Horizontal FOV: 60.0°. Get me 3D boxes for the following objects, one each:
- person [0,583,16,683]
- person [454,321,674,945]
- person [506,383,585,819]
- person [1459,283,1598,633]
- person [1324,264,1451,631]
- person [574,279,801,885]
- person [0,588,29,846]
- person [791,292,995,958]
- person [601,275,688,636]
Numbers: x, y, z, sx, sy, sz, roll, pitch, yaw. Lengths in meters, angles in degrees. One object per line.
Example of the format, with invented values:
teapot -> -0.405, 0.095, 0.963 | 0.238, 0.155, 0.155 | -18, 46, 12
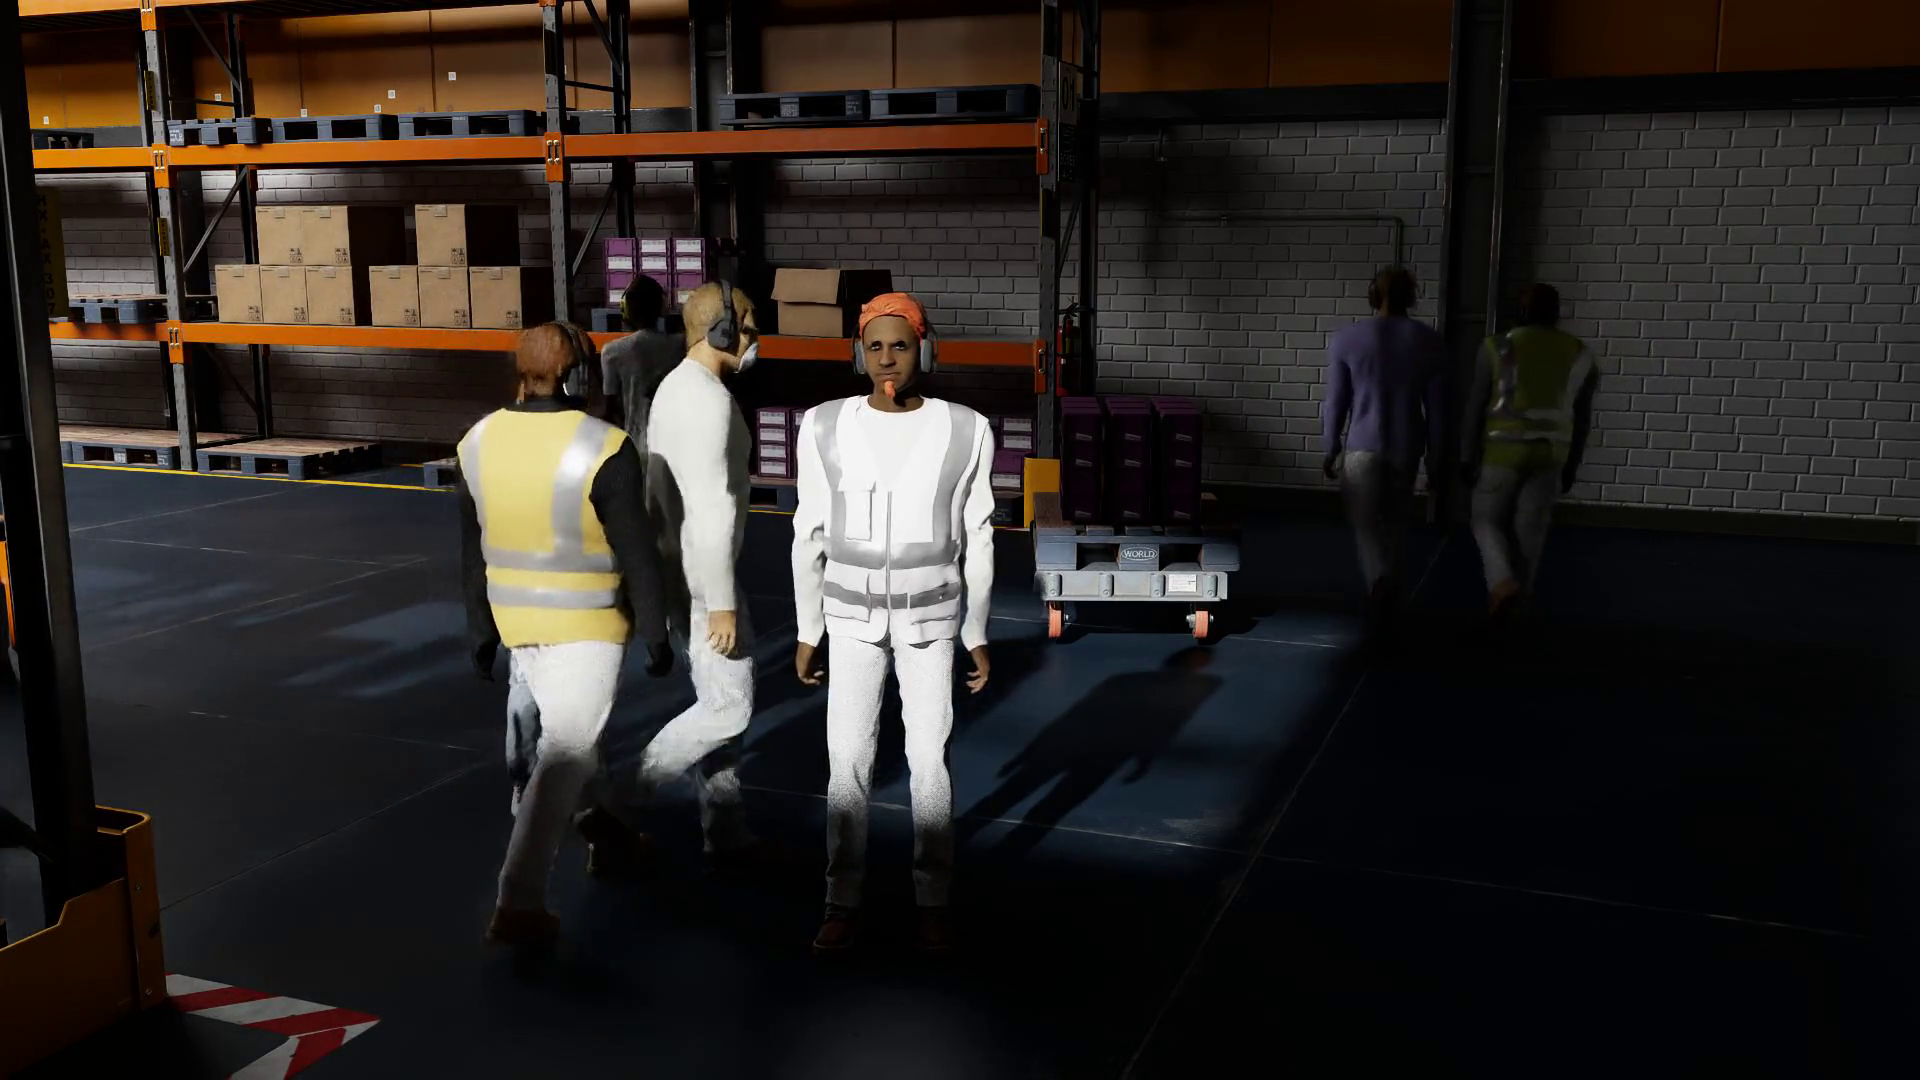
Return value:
person -> -4.583, -0.258, 7.527 | 0.573, 1.886, 0.353 | 3, 11, 17
person -> -1.189, 0.256, 4.949 | 0.629, 1.808, 0.927 | 6, 12, 29
person -> -1.426, 0.164, 5.883 | 0.504, 1.631, 0.279 | -5, 12, -28
person -> 2.908, -0.401, 8.537 | 0.667, 1.816, 0.526 | 0, 10, 1
person -> 2.206, -0.459, 8.575 | 0.630, 1.914, 0.752 | 0, 10, -1
person -> -0.859, 0.149, 5.195 | 0.587, 1.913, 0.665 | -2, 10, -12
person -> -3.599, 0.072, 5.648 | 0.905, 1.906, 0.552 | 4, 11, 20
person -> -0.189, 0.252, 4.698 | 0.572, 1.883, 0.354 | 0, 10, 2
person -> -1.604, -0.449, 8.697 | 0.568, 1.843, 0.721 | -3, 11, -18
